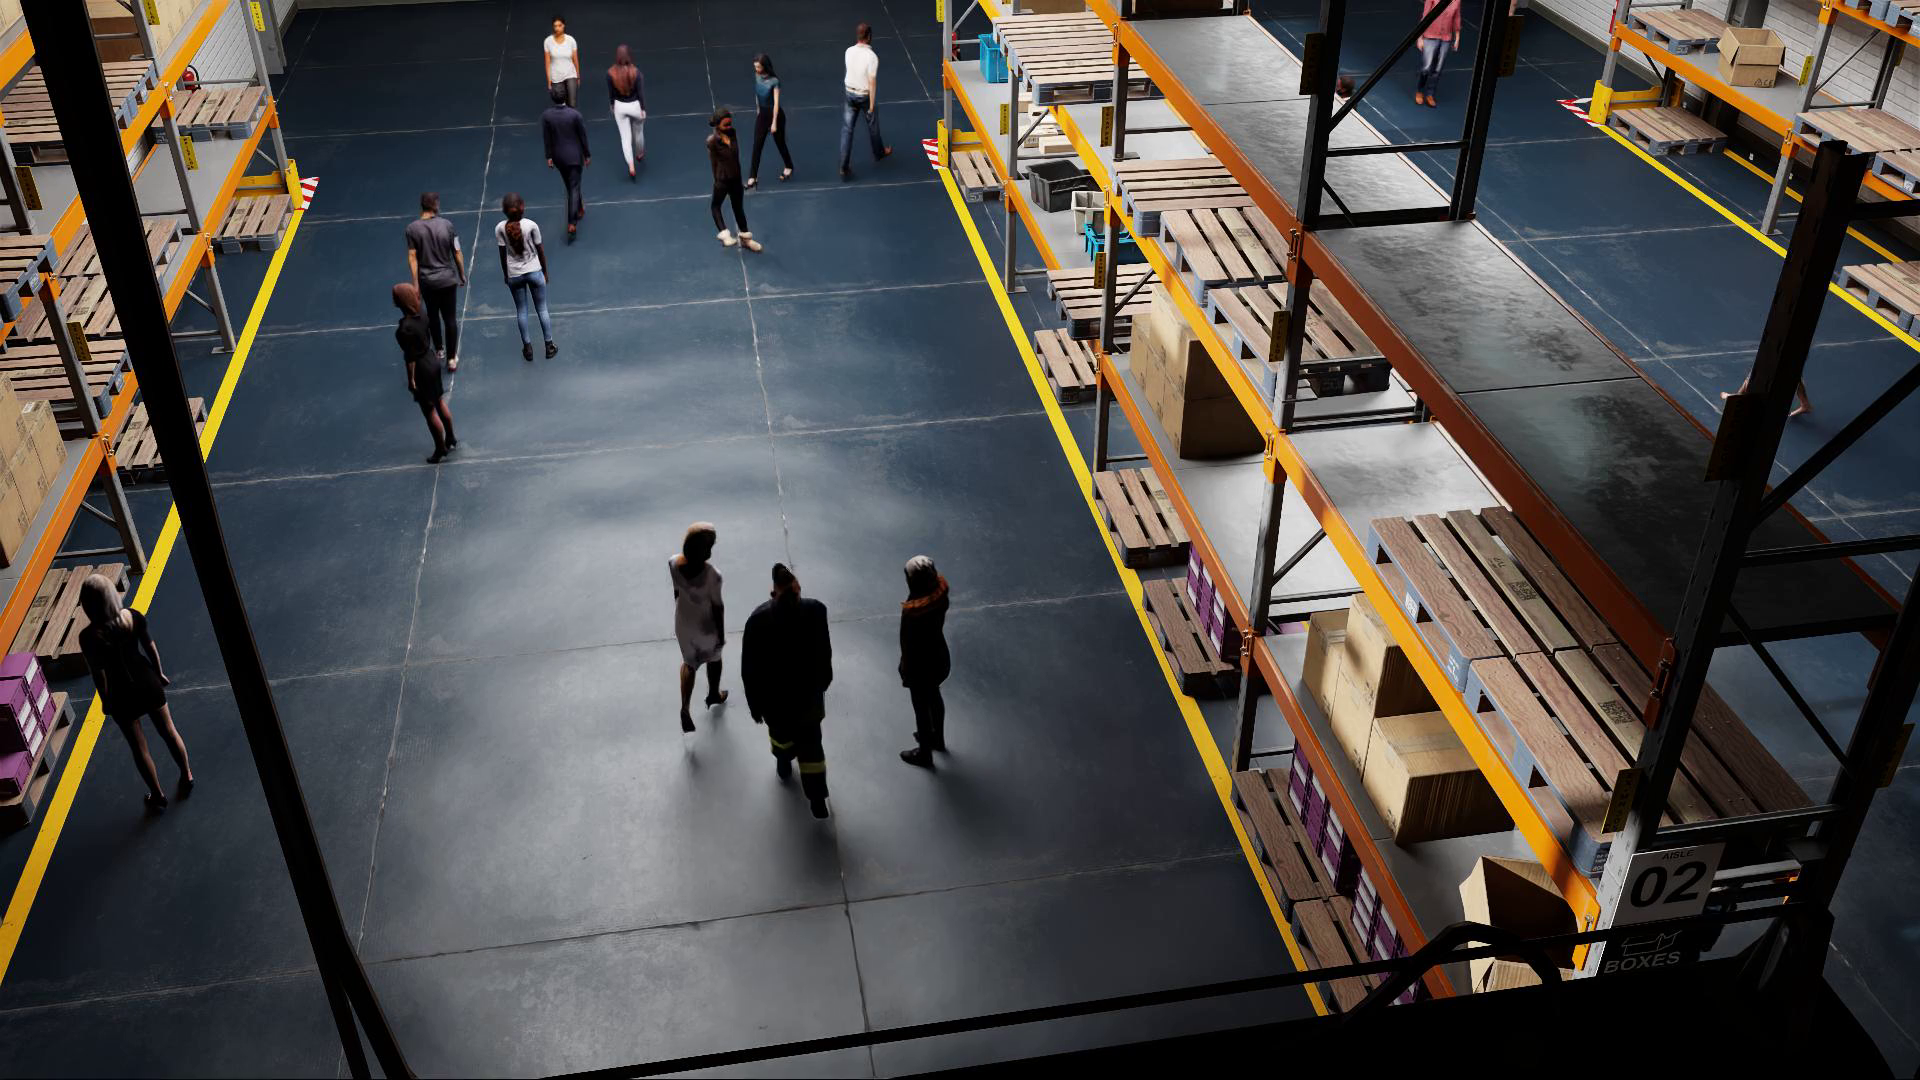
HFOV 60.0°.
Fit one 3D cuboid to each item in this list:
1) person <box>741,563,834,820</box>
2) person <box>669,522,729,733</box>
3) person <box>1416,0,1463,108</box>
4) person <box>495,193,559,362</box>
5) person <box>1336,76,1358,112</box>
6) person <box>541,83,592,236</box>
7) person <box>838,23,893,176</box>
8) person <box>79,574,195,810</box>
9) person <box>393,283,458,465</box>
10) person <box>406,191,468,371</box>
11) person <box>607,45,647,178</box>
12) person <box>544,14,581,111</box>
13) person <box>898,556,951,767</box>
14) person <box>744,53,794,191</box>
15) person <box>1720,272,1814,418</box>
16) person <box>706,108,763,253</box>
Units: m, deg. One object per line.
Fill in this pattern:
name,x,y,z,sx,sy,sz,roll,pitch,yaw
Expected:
person,-1.143,0.896,11.019,0.796,1.824,1.136,-7,34,-10
person,-1.824,0.636,11.508,0.844,1.716,1.016,6,34,9
person,6.487,-6.867,22.701,0.710,1.821,0.611,-4,34,-7
person,-4.274,-2.597,16.368,0.579,1.720,0.504,-5,34,-8
person,4.339,-4.424,19.044,0.802,1.801,0.675,12,35,17
person,-4.478,-4.305,18.965,0.770,1.690,1.196,-1,34,-1
person,-1.291,-5.371,20.478,1.228,1.790,1.321,19,38,26
person,-5.410,0.986,10.880,0.694,1.829,0.661,26,42,34
person,-4.731,-1.486,14.714,0.703,1.701,0.548,3,34,5
person,-5.099,-2.477,16.182,0.660,1.726,0.724,-13,36,-18
person,-4.090,-5.248,20.503,0.662,1.559,1.087,-3,34,-4
person,-5.154,-6.007,21.614,0.603,1.592,1.134,-4,34,-6
person,-0.230,0.813,11.316,0.782,1.633,0.692,13,36,19
person,-2.230,-5.090,20.163,1.108,1.671,1.154,25,41,32
person,7.700,-1.812,15.373,1.096,1.515,1.029,18,38,25
person,-2.501,-3.964,18.478,0.804,1.661,0.871,-22,40,-30
